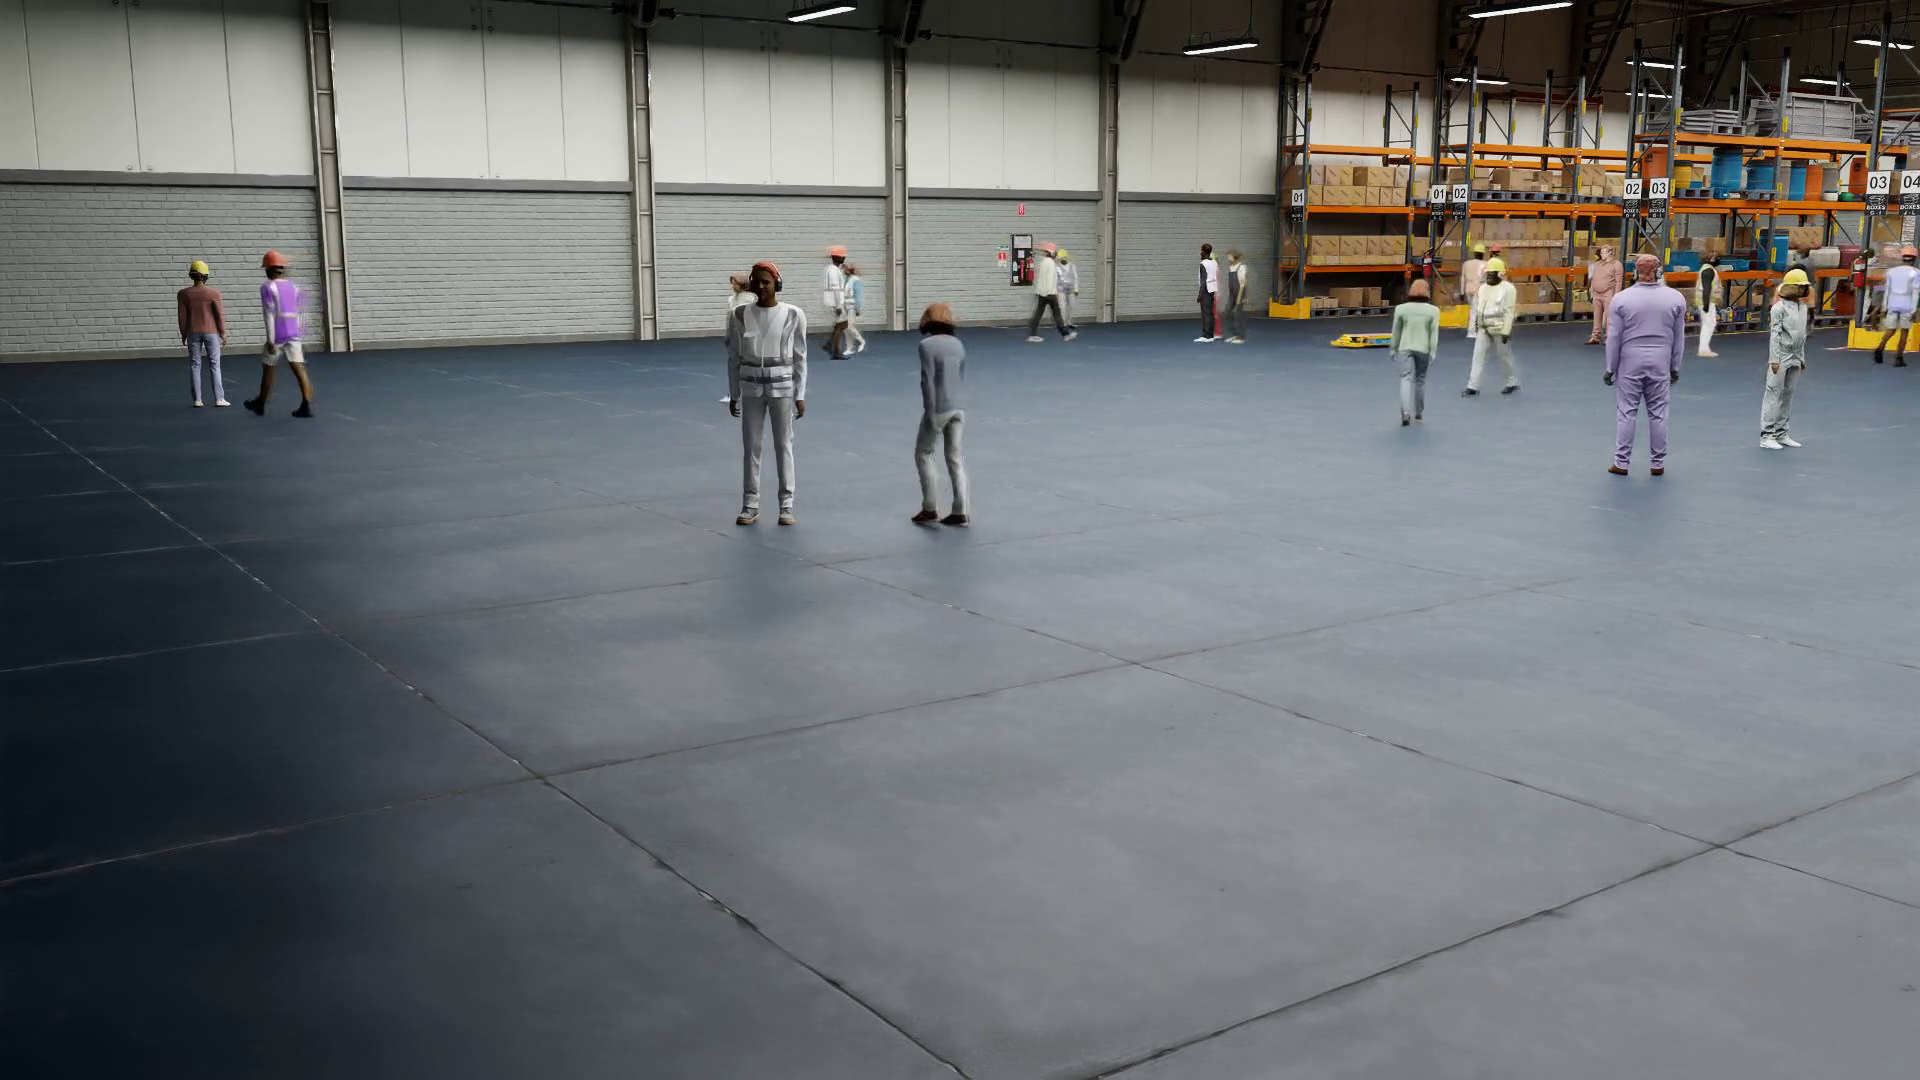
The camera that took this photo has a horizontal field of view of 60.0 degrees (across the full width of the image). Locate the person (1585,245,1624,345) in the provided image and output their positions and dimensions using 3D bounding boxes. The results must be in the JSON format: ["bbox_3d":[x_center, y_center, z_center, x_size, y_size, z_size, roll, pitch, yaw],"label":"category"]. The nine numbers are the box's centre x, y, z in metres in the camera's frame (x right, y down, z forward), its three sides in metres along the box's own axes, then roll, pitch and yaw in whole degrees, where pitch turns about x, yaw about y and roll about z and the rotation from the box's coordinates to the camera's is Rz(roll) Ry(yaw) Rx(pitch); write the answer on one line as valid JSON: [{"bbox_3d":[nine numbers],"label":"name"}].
[{"bbox_3d":[12.260,-4.654,31.662,0.403,1.901,0.637,-6,12,-31],"label":"person"}]

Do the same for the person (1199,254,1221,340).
[{"bbox_3d":[4.995,-4.857,33.200,0.557,1.732,0.542,-1,10,-4],"label":"person"}]

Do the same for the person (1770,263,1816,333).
[{"bbox_3d":[11.842,-3.073,23.577,0.557,1.673,0.654,10,14,44],"label":"person"}]

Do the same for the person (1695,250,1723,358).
[{"bbox_3d":[12.849,-4.052,28.545,0.446,1.831,0.672,5,11,24],"label":"person"}]

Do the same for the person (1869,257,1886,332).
[{"bbox_3d":[18.681,-5.077,33.587,0.608,2.044,0.371,8,13,38],"label":"person"}]

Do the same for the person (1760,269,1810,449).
[{"bbox_3d":[8.082,-1.760,16.223,0.484,1.744,0.295,-6,12,-30],"label":"person"}]

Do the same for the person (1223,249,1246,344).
[{"bbox_3d":[5.291,-4.664,31.943,0.502,1.815,0.555,-5,11,-24],"label":"person"}]

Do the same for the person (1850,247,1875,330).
[{"bbox_3d":[20.136,-5.560,36.853,0.787,1.814,0.645,-7,12,-33],"label":"person"}]

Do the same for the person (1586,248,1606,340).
[{"bbox_3d":[12.874,-4.940,33.393,0.552,1.839,0.392,5,11,24],"label":"person"}]

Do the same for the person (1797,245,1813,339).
[{"bbox_3d":[16.944,-4.972,33.426,0.352,1.907,0.734,6,12,29],"label":"person"}]

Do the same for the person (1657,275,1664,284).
[{"bbox_3d":[13.740,-4.728,32.955,0.811,1.610,0.511,-8,13,-38],"label":"person"}]

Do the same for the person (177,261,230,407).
[{"bbox_3d":[-9.163,-2.486,20.142,0.533,1.767,0.327,-1,10,-7],"label":"person"}]

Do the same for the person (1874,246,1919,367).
[{"bbox_3d":[14.783,-3.664,26.203,0.678,1.908,0.578,-7,12,-33],"label":"person"}]

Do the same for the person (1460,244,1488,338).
[{"bbox_3d":[10.576,-5.071,33.925,0.723,1.901,0.603,-9,14,-40],"label":"person"}]

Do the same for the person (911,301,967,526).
[{"bbox_3d":[-0.112,-0.899,11.894,0.510,1.588,0.531,9,14,40],"label":"person"}]

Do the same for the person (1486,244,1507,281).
[{"bbox_3d":[11.381,-5.384,35.690,0.568,1.891,0.957,-5,11,-25],"label":"person"}]

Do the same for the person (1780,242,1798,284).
[{"bbox_3d":[21.164,-6.602,42.300,0.898,1.907,0.651,-4,11,-23],"label":"person"}]

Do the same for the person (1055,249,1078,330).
[{"bbox_3d":[2.332,-5.506,36.658,0.711,1.786,0.521,-5,11,-24],"label":"person"}]

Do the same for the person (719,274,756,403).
[{"bbox_3d":[-2.705,-2.543,20.893,0.805,1.605,0.526,-9,14,-41],"label":"person"}]

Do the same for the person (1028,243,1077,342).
[{"bbox_3d":[1.786,-4.862,32.691,1.040,1.932,0.638,-4,11,-21],"label":"person"}]

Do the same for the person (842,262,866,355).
[{"bbox_3d":[-1.904,-4.016,28.900,0.391,1.622,0.541,-7,12,-34],"label":"person"}]

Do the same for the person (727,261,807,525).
[{"bbox_3d":[-1.382,-1.044,11.918,0.574,1.883,0.356,1,10,4],"label":"person"}]

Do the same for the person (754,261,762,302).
[{"bbox_3d":[-3.388,-3.969,28.618,0.308,1.639,0.522,-3,11,-17],"label":"person"}]

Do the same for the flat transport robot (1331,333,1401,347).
[{"bbox_3d":[7.738,-3.755,31.195,1.431,0.197,0.652,-5,12,-27],"label":"flat transport robot"}]

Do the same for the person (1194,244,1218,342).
[{"bbox_3d":[4.863,-4.861,32.739,0.392,1.920,0.588,6,12,31],"label":"person"}]

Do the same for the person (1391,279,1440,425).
[{"bbox_3d":[5.014,-2.077,18.373,0.512,1.606,0.801,3,11,17],"label":"person"}]

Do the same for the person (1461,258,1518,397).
[{"bbox_3d":[6.925,-2.743,21.496,0.915,1.792,0.606,-6,12,-32],"label":"person"}]

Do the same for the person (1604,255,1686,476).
[{"bbox_3d":[5.898,-1.501,14.374,0.636,1.903,0.404,2,10,9],"label":"person"}]

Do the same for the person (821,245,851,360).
[{"bbox_3d":[-2.054,-3.963,27.803,0.423,1.922,0.568,0,10,-2],"label":"person"}]

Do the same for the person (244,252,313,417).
[{"bbox_3d":[-7.820,-2.350,19.067,1.004,1.878,0.564,5,11,26],"label":"person"}]
